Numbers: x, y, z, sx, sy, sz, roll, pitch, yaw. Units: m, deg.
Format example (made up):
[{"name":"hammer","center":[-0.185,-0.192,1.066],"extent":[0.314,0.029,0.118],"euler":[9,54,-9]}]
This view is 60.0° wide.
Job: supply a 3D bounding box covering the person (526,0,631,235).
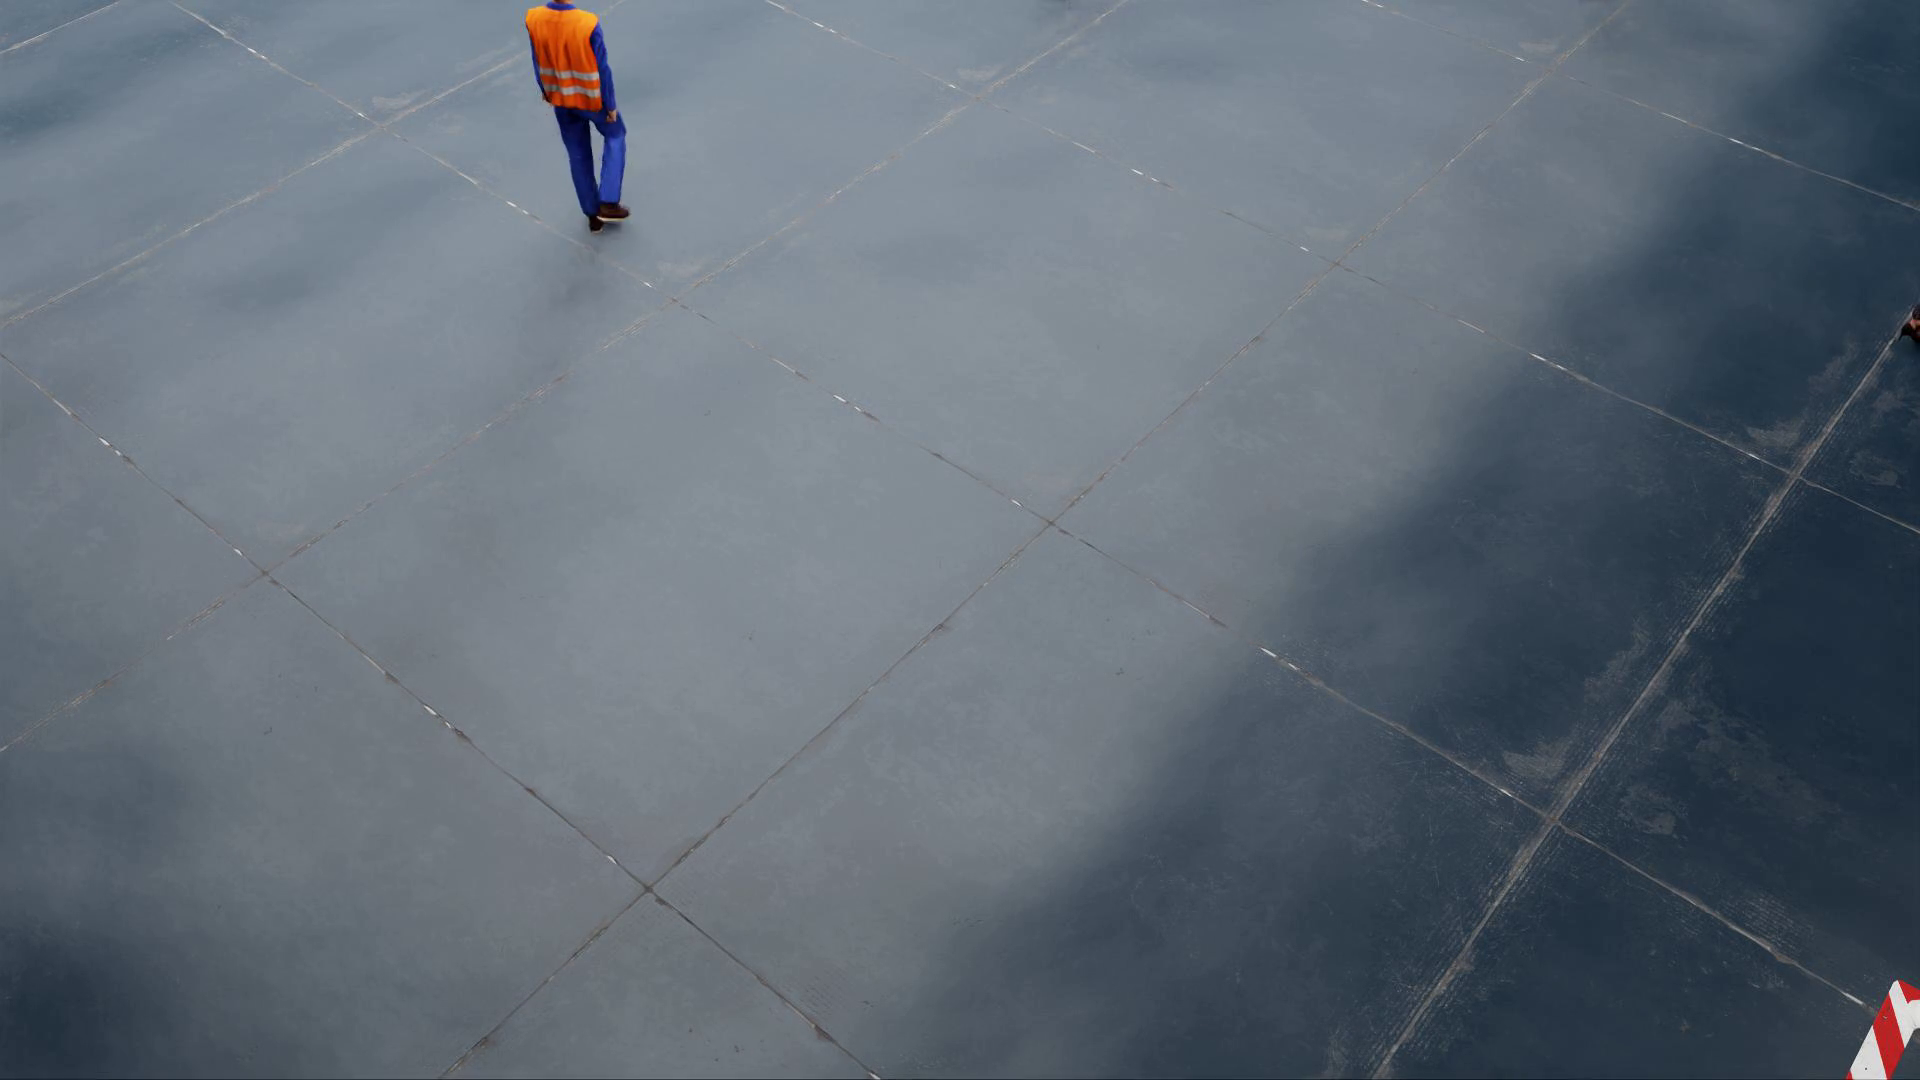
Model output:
[{"name":"person","center":[-2.375,-2.673,10.275],"extent":[0.798,1.852,0.887],"euler":[5,47,5]}]
